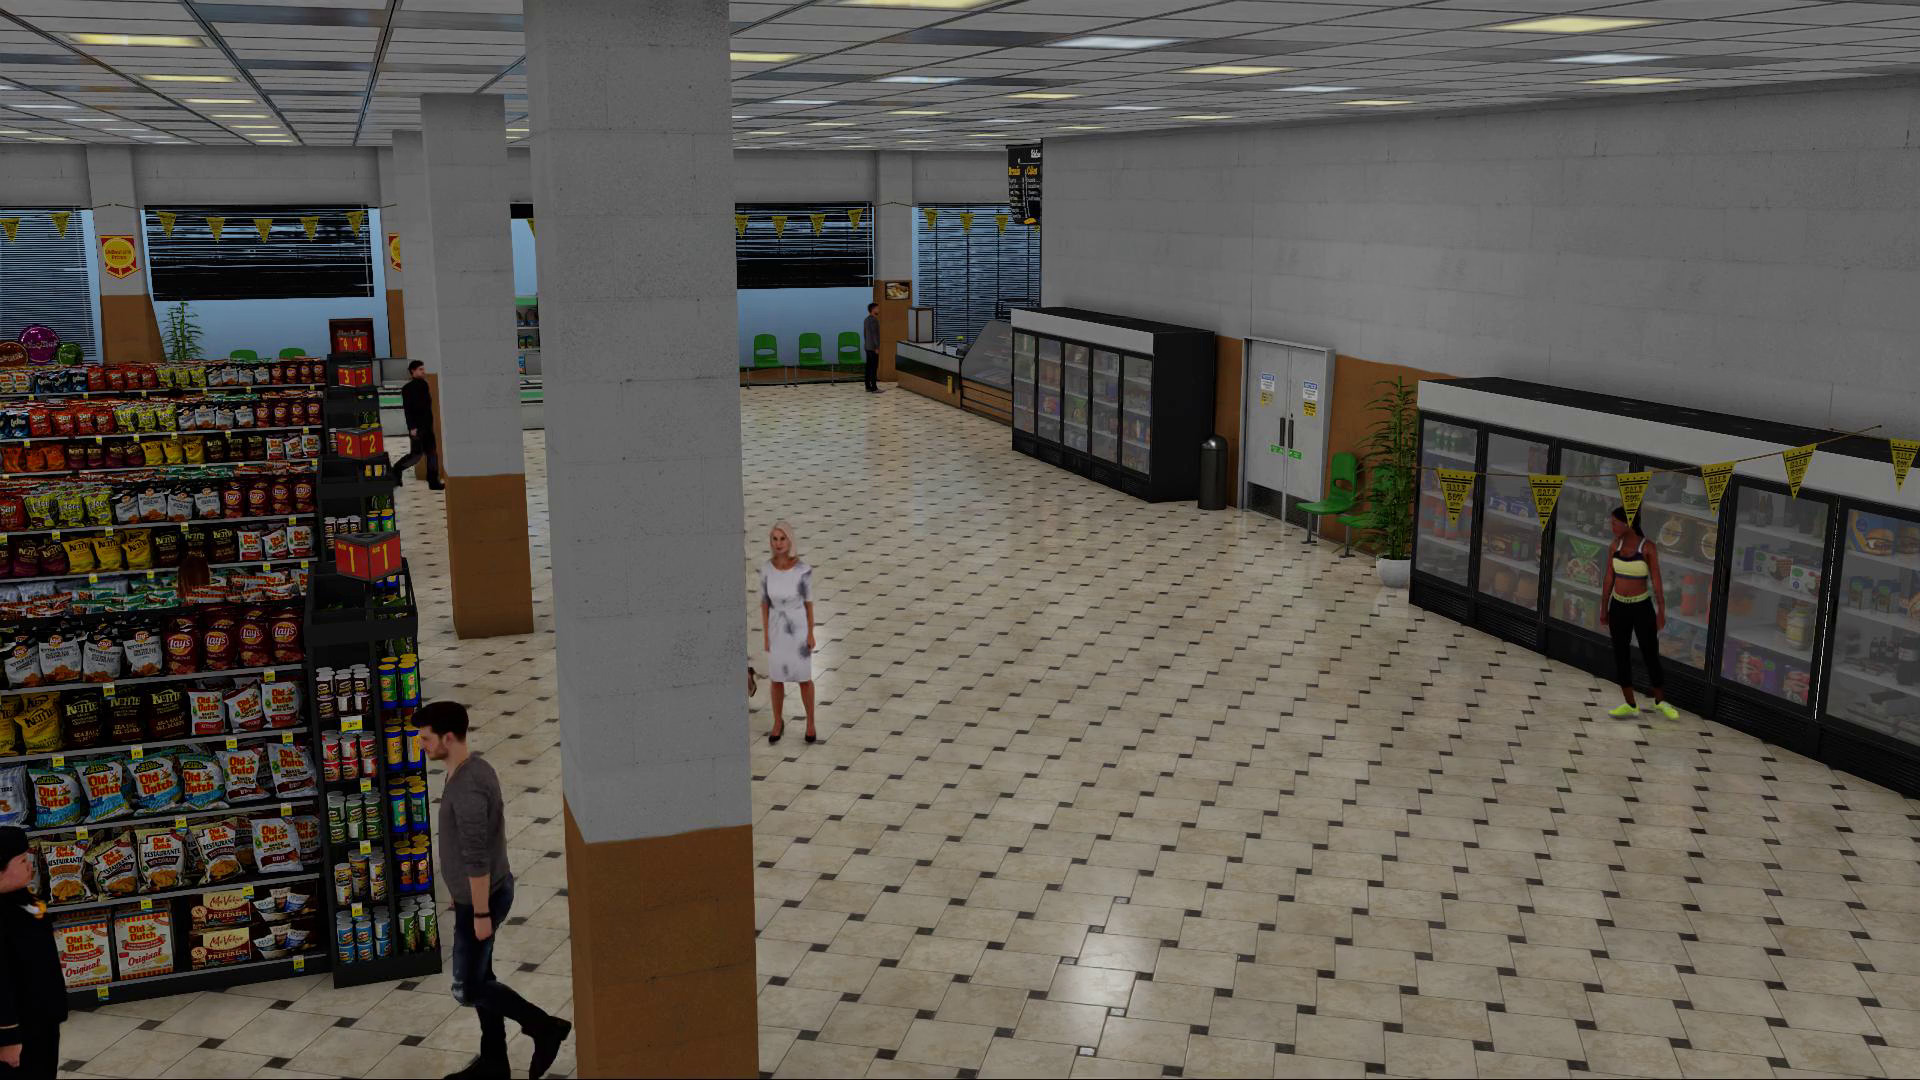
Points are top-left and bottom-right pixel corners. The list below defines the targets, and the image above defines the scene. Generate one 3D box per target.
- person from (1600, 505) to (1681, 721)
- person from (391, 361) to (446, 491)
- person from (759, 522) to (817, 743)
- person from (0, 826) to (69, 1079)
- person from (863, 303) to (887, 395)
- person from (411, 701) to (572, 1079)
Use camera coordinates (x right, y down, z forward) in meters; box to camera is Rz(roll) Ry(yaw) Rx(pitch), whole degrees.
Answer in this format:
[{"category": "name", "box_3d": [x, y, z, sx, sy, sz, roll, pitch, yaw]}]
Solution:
[{"category": "person", "box_3d": [5.387, 0.593, 13.201, 0.882, 1.725, 0.863, 8, 14, 34]}, {"category": "person", "box_3d": [-7.645, -1.582, 23.306, 1.198, 1.817, 1.084, 3, 12, 15]}, {"category": "person", "box_3d": [-1.300, 0.706, 12.635, 0.624, 1.738, 0.720, 0, 12, 1]}, {"category": "person", "box_3d": [-3.864, 1.974, 6.771, 0.625, 1.671, 0.699, -4, 12, -16]}, {"category": "person", "box_3d": [-1.832, -4.012, 34.715, 0.626, 1.872, 0.696, -6, 13, -25]}, {"category": "person", "box_3d": [-2.153, 1.661, 7.763, 0.844, 1.877, 0.740, -5, 13, -22]}]
